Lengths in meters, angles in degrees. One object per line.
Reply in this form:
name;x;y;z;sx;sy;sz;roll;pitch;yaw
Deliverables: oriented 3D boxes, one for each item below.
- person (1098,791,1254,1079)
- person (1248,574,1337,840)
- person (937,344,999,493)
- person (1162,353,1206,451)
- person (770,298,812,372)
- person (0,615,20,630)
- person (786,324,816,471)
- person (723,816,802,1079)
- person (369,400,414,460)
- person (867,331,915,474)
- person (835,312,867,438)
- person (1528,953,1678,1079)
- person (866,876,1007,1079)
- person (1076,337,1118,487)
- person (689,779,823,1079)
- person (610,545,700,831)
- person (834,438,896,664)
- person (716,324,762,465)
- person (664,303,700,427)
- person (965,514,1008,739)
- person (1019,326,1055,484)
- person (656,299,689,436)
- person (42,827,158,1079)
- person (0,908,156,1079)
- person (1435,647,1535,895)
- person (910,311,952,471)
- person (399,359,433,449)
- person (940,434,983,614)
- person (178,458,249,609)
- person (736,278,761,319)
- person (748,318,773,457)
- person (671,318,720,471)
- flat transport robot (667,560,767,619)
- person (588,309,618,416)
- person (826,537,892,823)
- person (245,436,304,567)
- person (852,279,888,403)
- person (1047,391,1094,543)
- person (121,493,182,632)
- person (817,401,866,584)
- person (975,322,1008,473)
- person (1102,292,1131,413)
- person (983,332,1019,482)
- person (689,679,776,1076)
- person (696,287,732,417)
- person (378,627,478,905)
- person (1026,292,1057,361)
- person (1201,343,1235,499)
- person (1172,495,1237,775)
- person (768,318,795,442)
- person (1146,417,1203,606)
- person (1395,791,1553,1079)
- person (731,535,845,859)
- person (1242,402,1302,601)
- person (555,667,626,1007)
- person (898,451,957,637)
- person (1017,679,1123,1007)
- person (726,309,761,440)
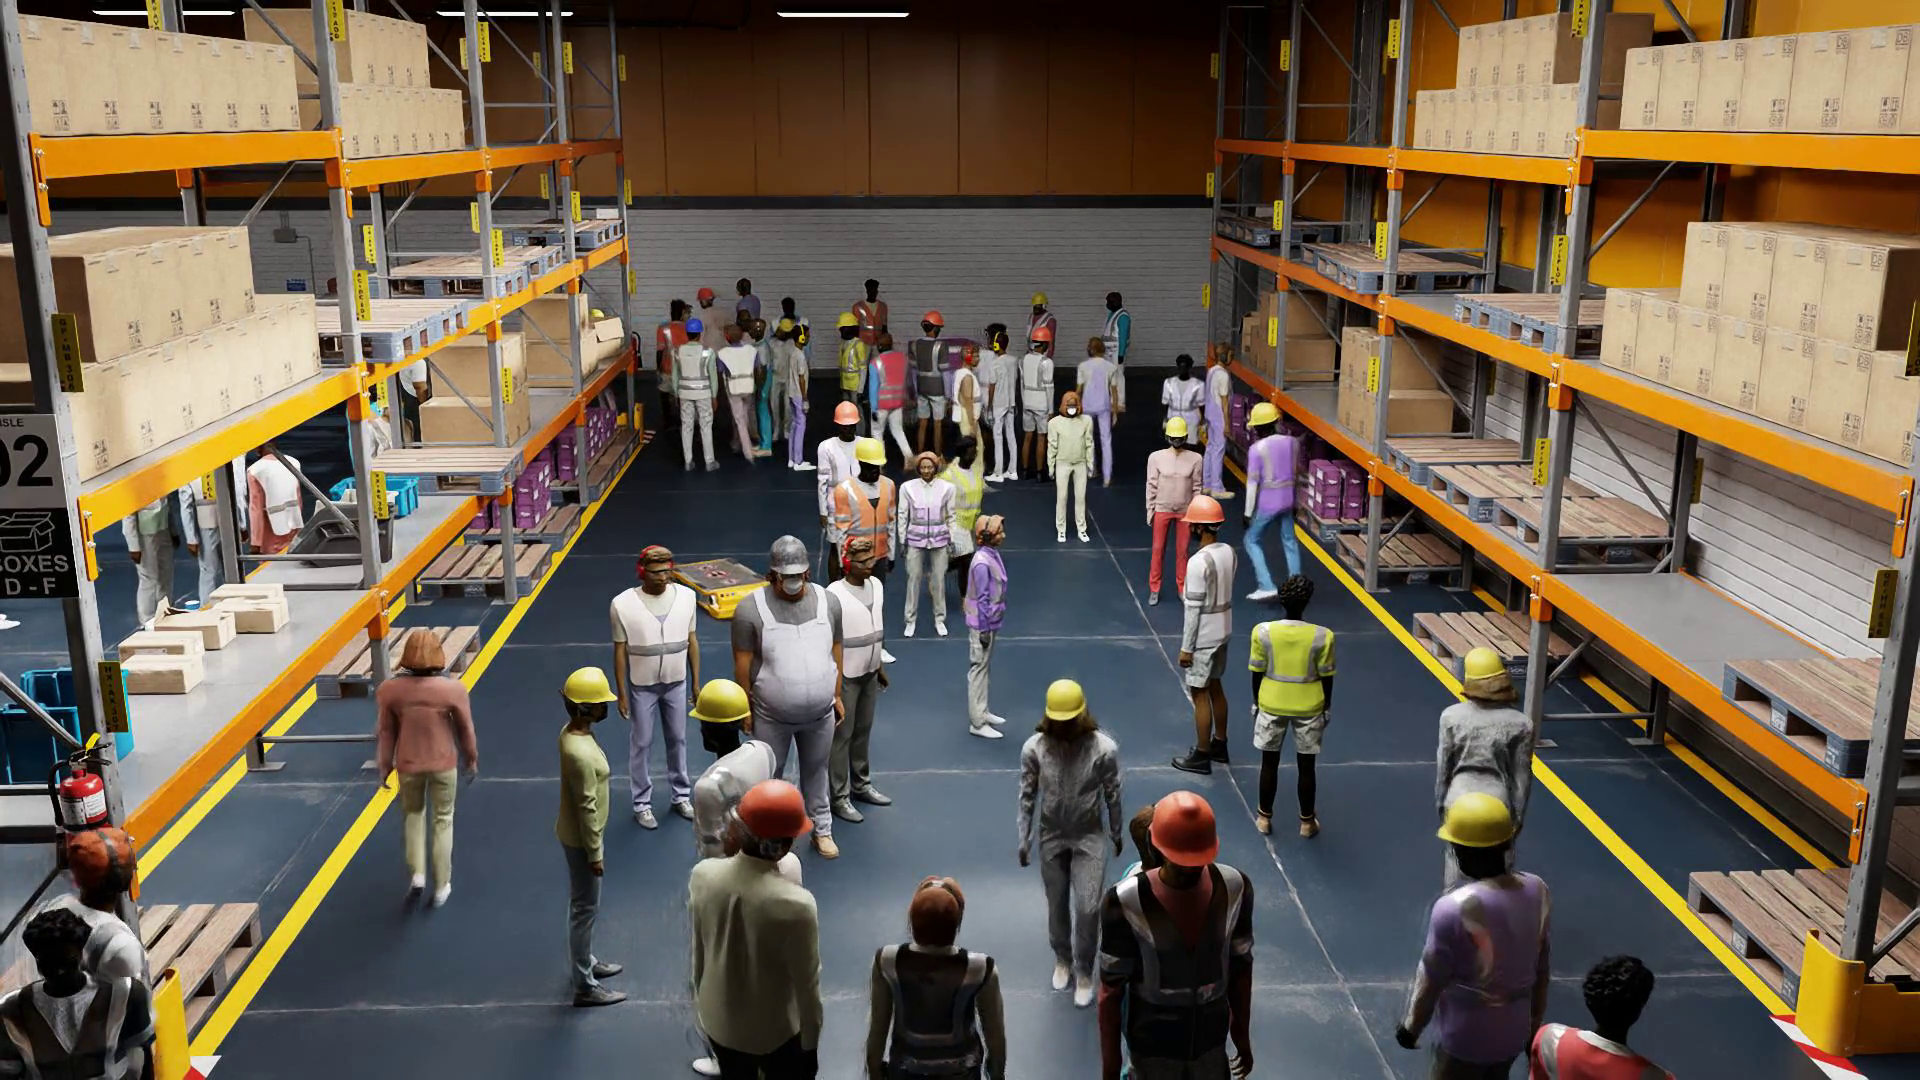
person;0.829;1.894;6.313;0.612;2.031;0.403;-4;15;-14
person;2.055;1.041;10.333;0.545;1.698;0.317;4;15;14
person;0.083;-1.414;19.701;0.740;1.823;0.592;0;14;-2
person;2.729;-1.453;20.135;0.547;1.677;0.627;5;15;20
person;-2.443;-2.584;24.203;0.588;1.862;0.990;-3;15;-12
person;-8.606;-0.159;14.569;0.595;1.925;0.370;13;19;42
person;-2.048;-1.816;21.215;0.323;1.861;0.516;-6;15;-22
person;-0.851;1.890;7.108;0.281;1.636;0.500;7;16;27
person;-5.587;-0.597;16.475;0.404;1.831;0.600;8;16;29
person;-0.889;-1.705;20.853;0.627;1.816;0.716;-10;17;-34
person;-1.447;-2.045;21.974;0.384;1.925;0.593;-8;16;-30
person;2.175;2.219;5.712;0.322;1.690;0.533;-13;20;-42
person;-0.101;2.086;6.420;0.534;1.603;0.846;3;15;13
person;1.677;-1.593;20.516;0.515;1.768;0.942;-1;14;-4
person;-0.824;1.882;6.459;0.633;1.969;0.614;7;16;26
person;-1.923;0.913;10.541;0.560;1.838;0.393;-8;17;-30
person;-0.748;0.110;13.541;0.594;1.919;0.398;-10;18;-35
person;-2.925;-1.919;21.736;0.568;1.789;0.983;-9;17;-33
person;-4.056;-2.578;24.359;0.989;1.788;0.575;10;17;34
person;0.192;0.611;12.115;0.315;1.641;0.515;2;14;7
person;0.972;-1.663;20.477;0.390;1.929;0.545;-13;19;-41
person;-4.028;-2.438;23.499;0.638;1.933;0.484;-8;16;-29
person;-3.261;1.987;6.271;0.595;1.868;0.692;10;17;34
person;-3.199;2.124;6.067;0.540;1.697;0.316;-7;16;-26
person;2.767;1.414;8.847;0.491;1.699;0.569;8;16;28
person;-0.347;-1.890;21.141;0.607;2.041;0.377;10;18;35
person;-6.567;-1.654;20.212;0.536;2.000;0.683;-11;18;-38
person;-0.031;-0.162;15.111;0.661;1.669;0.537;12;18;39
person;-6.439;-0.093;14.359;0.410;1.908;0.598;7;16;27
person;-3.376;-3.207;26.533;0.374;1.933;0.625;5;15;18
person;-2.661;-2.028;22.070;0.345;1.847;0.508;-3;15;-13
person;-3.360;-1.843;21.139;0.605;1.948;0.404;3;15;10
flat transport robot;-2.230;0.428;15.567;0.652;0.197;1.431;-8;16;-29
person;-5.147;-2.423;23.805;0.348;1.758;0.521;-12;19;-40
person;-0.682;0.869;10.694;0.389;1.848;0.563;9;17;32
person;-5.832;-0.066;14.254;0.391;1.905;0.599;4;15;15
person;-1.404;-3.141;26.226;0.598;1.958;0.376;-7;16;-25
person;1.172;-0.774;17.591;0.504;1.622;0.298;-3;15;-12
person;-6.885;-0.035;14.144;0.414;1.903;0.594;2;14;9
person;-1.014;-0.304;15.117;0.552;1.937;0.356;-4;15;-17
person;0.352;-1.749;20.800;0.729;1.941;0.631;-9;17;-32
person;2.373;-2.873;25.429;0.429;1.830;0.635;-4;15;-15
person;0.519;-1.638;20.518;0.510;1.860;0.334;-13;19;-41
person;-1.069;1.574;7.767;0.370;1.927;0.588;5;15;20
person;-3.653;-2.788;24.822;0.636;1.966;0.631;11;18;37
person;-3.023;1.290;9.481;0.532;1.617;0.363;-2;14;-7
person;1.222;-2.883;25.483;0.403;1.824;0.599;-9;17;-32
person;3.057;-1.408;19.654;0.355;1.837;0.547;-4;15;-15
person;1.665;0.646;11.420;0.390;1.930;0.546;9;17;33
person;-2.458;-2.209;23.038;0.508;1.705;0.734;0;14;2
person;1.966;-0.262;15.297;0.524;1.769;0.308;0;14;-2
person;2.029;1.896;6.541;0.584;1.908;0.455;-10;17;-34
person;-0.989;0.960;9.948;0.689;2.000;0.539;-6;15;-22
person;2.882;-0.319;15.274;0.675;1.890;0.550;-9;17;-31
person;-1.873;1.492;8.430;0.339;1.761;0.524;-4;15;-17
person;-0.278;0.032;14.390;0.515;1.640;0.315;-1;14;-5
person;0.548;1.513;8.393;0.523;1.719;0.577;3;15;12
person;-2.990;-2.284;23.088;0.502;1.839;0.345;-8;16;-28
